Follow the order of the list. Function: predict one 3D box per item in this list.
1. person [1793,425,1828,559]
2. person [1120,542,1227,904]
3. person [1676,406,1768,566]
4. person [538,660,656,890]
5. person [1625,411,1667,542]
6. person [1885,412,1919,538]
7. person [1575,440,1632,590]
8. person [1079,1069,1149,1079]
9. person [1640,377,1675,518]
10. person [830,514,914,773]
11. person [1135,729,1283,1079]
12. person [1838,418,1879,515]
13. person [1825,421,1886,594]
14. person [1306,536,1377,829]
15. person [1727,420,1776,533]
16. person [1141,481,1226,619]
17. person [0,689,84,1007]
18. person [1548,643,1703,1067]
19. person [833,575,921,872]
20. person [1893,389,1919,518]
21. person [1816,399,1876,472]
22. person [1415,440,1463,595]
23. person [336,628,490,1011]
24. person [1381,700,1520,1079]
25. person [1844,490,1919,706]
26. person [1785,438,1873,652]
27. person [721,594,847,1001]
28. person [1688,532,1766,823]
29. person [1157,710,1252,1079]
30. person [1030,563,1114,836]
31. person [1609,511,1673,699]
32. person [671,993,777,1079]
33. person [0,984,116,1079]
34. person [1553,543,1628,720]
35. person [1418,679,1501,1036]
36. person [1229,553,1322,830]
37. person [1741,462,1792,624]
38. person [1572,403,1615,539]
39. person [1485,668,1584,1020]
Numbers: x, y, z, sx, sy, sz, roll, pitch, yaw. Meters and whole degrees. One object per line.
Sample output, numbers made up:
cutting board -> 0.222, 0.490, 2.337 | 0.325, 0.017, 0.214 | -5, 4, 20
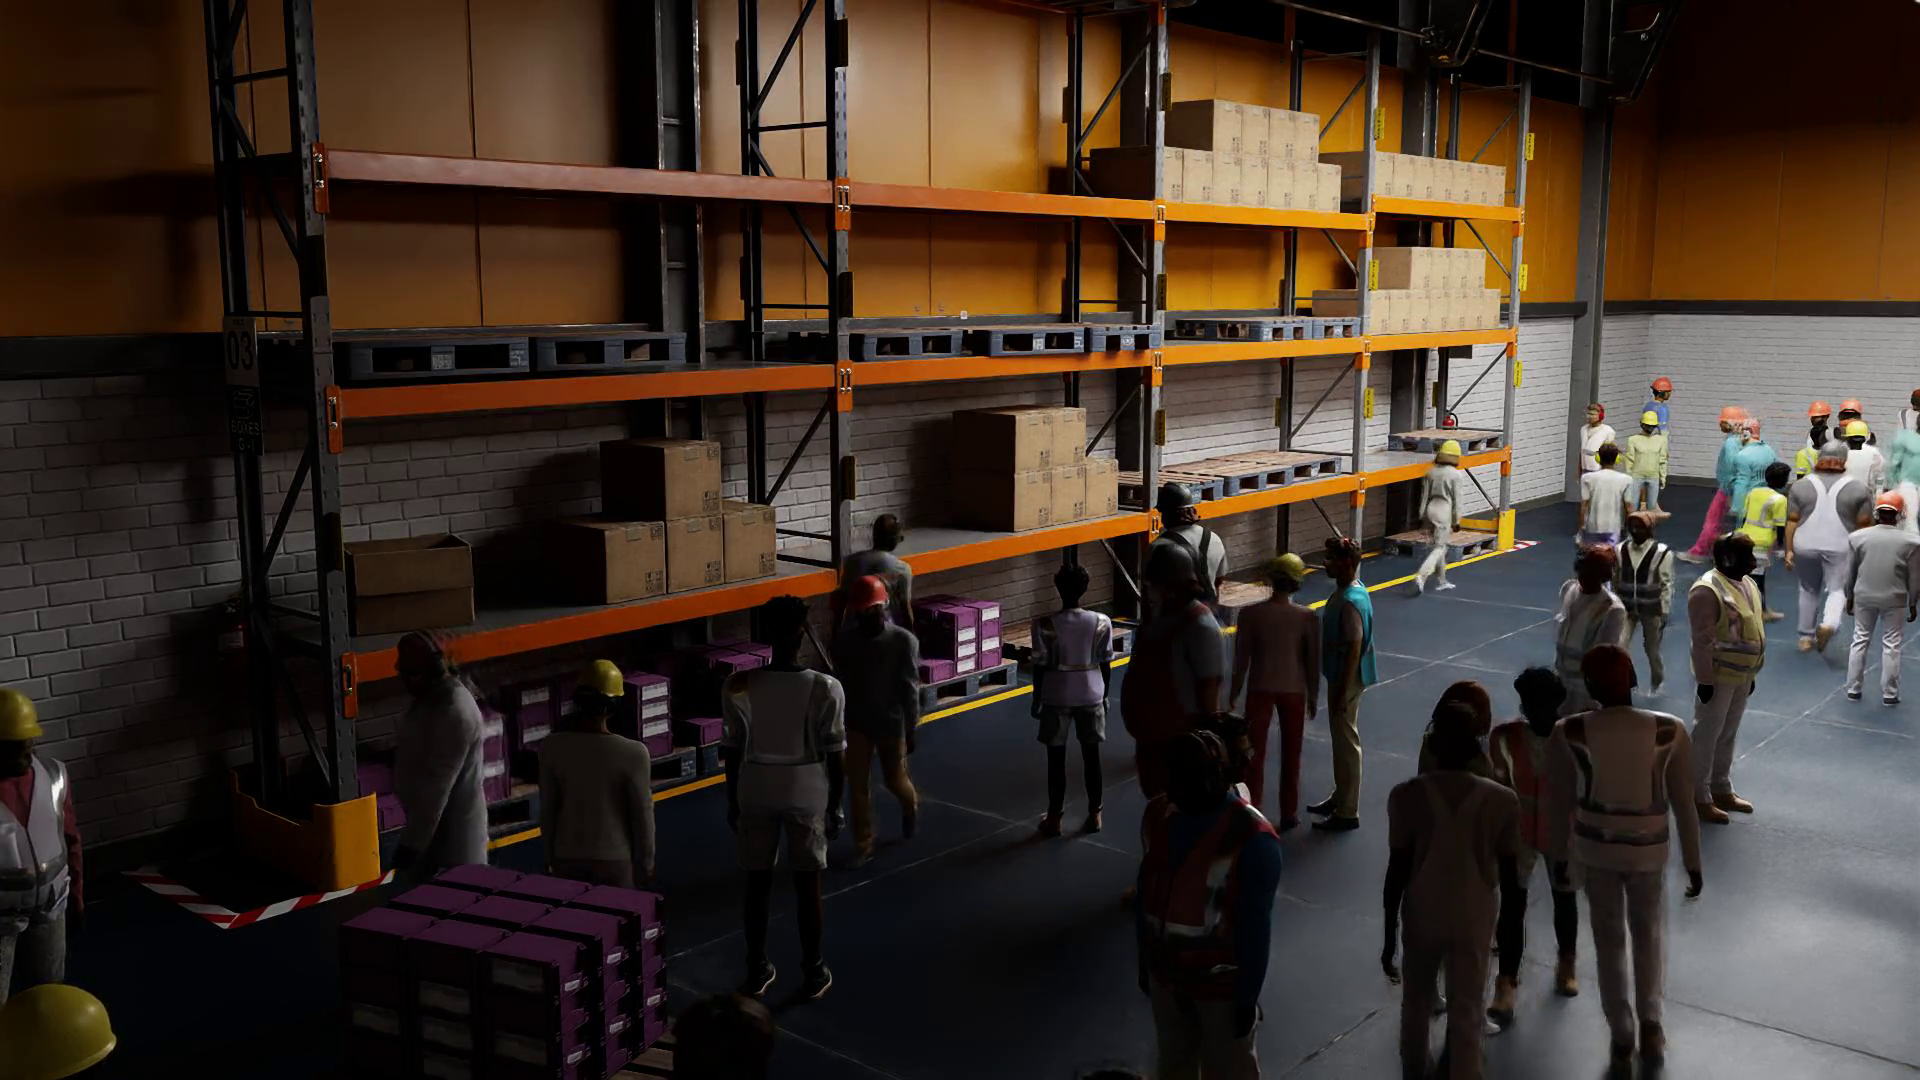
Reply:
person -> 10.488, -0.578, 20.439 | 0.533, 1.694, 0.319 | -2, 9, -13
person -> 1.251, 0.981, 9.253 | 0.767, 2.000, 0.690 | -3, 9, -21
person -> 9.264, -0.636, 20.009 | 1.047, 1.938, 0.635 | 8, 12, 41
person -> -1.617, 1.404, 7.454 | 0.534, 1.753, 0.341 | 1, 9, 7
person -> 8.943, -0.808, 21.696 | 0.525, 1.760, 0.340 | 1, 9, 8
person -> 11.746, -0.669, 20.441 | 0.632, 1.887, 1.012 | 0, 9, 0
person -> 6.498, -0.080, 16.777 | 0.538, 1.842, 0.888 | 3, 9, 16
person -> 0.362, 1.976, 3.358 | 0.640, 1.875, 1.031 | 0, 9, 1
person -> 10.186, -1.350, 24.277 | 0.374, 2.043, 0.612 | -1, 9, -4
person -> -0.602, 0.719, 11.738 | 0.538, 1.788, 0.736 | 4, 10, 22
person -> 0.872, 1.582, 6.073 | 0.431, 1.836, 0.621 | -8, 12, -41
person -> 10.305, -0.482, 19.265 | 0.464, 1.864, 0.584 | -6, 11, -33
person -> 9.719, -0.335, 18.133 | 0.588, 1.919, 0.395 | 4, 10, 26
person -> 2.417, 0.892, 10.449 | 0.390, 1.846, 0.565 | 1, 9, 7
person -> 8.773, -0.393, 18.564 | 0.639, 1.903, 0.407 | -7, 11, -37
person -> 1.526, 0.580, 11.838 | 0.680, 2.000, 0.535 | -5, 10, -31
person -> -3.797, 1.490, 6.678 | 0.403, 1.825, 0.595 | 5, 10, 30
person -> 2.914, 1.371, 7.325 | 0.644, 1.857, 0.478 | 3, 9, 17
person -> -0.473, 1.042, 9.830 | 0.563, 1.739, 0.615 | 3, 9, 20
person -> 13.886, -1.255, 24.178 | 0.581, 1.882, 0.339 | 7, 11, 38
person -> 10.663, -0.686, 20.058 | 0.611, 2.030, 0.410 | 5, 10, 28
person -> 5.232, -0.249, 18.277 | 0.778, 1.704, 0.520 | -6, 11, -33
person -> -2.423, 1.314, 7.758 | 0.919, 1.861, 0.651 | -7, 11, -36
person -> 1.929, 1.521, 6.573 | 0.508, 1.798, 0.954 | 2, 9, 14
person -> 7.496, 0.465, 13.519 | 0.565, 1.745, 0.348 | 8, 12, 42
person -> 7.921, 0.057, 15.208 | 0.711, 2.000, 0.811 | 6, 11, 35
person -> -0.834, 1.228, 7.942 | 0.599, 1.958, 0.379 | 0, 9, 2
person -> 4.909, 0.864, 10.650 | 0.627, 1.844, 0.429 | -7, 11, -38
person -> 0.922, 1.536, 6.296 | 0.394, 1.846, 0.564 | 5, 10, 32
person -> 0.687, 0.988, 10.308 | 0.537, 1.695, 0.321 | -2, 9, -10
person -> 5.507, 0.546, 13.429 | 0.512, 1.611, 0.783 | 7, 11, 39
person -> -0.488, 1.922, 3.861 | 0.337, 1.837, 0.511 | -3, 9, -18
person -> -1.931, 1.900, 3.690 | 0.595, 1.925, 0.371 | 4, 10, 24
person -> 3.860, 0.911, 10.342 | 0.460, 1.837, 0.659 | -3, 9, -19
person -> 2.278, 1.438, 7.613 | 0.286, 1.633, 0.497 | -3, 9, -20
person -> 1.957, 0.965, 10.356 | 0.579, 1.744, 0.501 | 2, 9, 11
person -> 7.977, 0.057, 16.452 | 0.742, 1.651, 0.542 | -1, 9, -4
person -> 8.409, -0.891, 21.991 | 0.384, 1.836, 0.565 | -3, 9, -19
person -> 2.716, 1.402, 7.784 | 0.592, 1.635, 0.853 | 5, 10, 29
